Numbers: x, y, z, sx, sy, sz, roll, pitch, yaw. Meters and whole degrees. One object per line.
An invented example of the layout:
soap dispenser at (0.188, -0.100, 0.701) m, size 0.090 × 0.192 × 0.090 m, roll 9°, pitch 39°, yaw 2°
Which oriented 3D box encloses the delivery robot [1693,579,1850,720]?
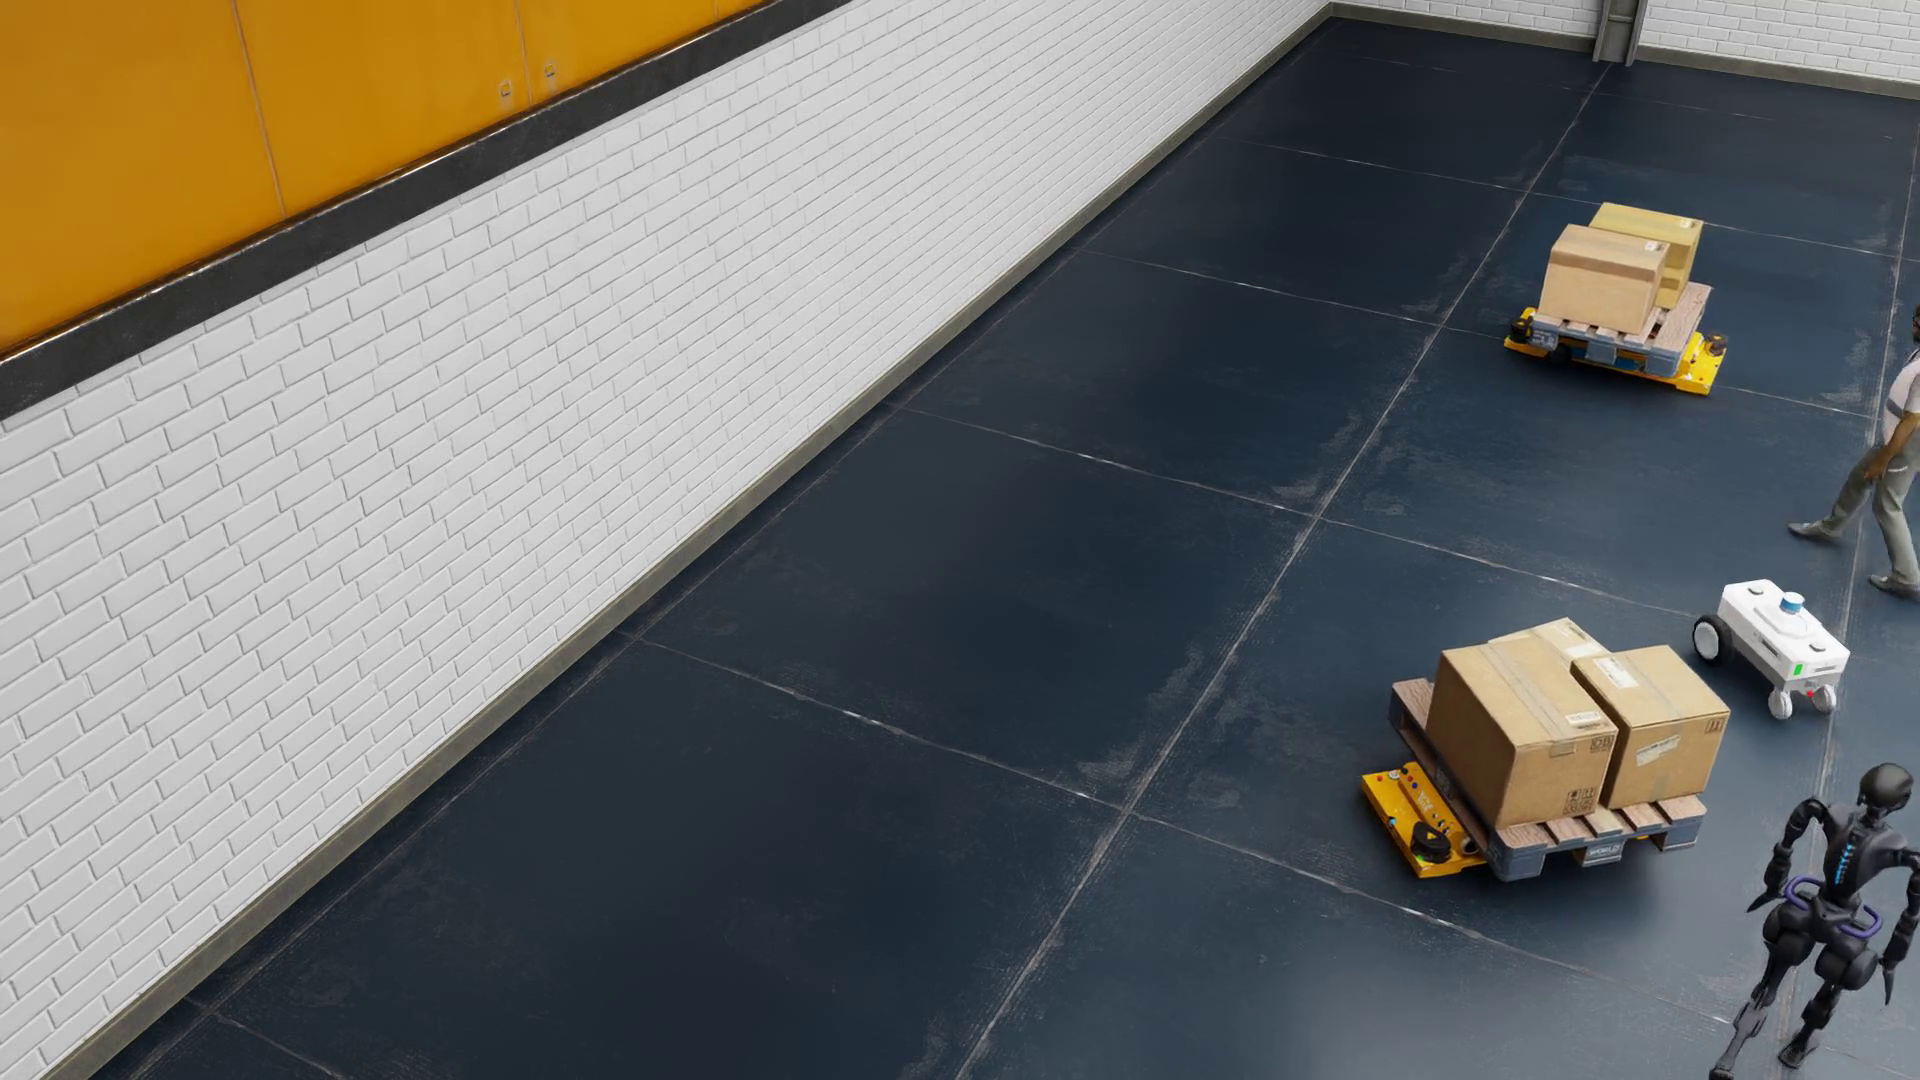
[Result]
delivery robot at (4.375, 0.542, 8.928) m, size 0.499 × 0.609 × 0.805 m, roll -8°, pitch 35°, yaw -11°

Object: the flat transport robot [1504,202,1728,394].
flat transport robot at (4.771, -1.433, 12.110) m, size 1.431 × 0.231 × 0.659 m, roll 18°, pitch 38°, yaw 25°

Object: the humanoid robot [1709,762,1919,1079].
humanoid robot at (3.334, 1.539, 6.455) m, size 0.700 × 1.637 × 0.598 m, roll -27°, pitch 42°, yaw -34°

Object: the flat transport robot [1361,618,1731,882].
flat transport robot at (2.762, 1.249, 8.119) m, size 1.431 × 0.231 × 0.659 m, roll -8°, pitch 35°, yaw -11°

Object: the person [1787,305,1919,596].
person at (5.356, -0.562, 9.445) m, size 0.783 × 1.796 × 0.600 m, roll 20°, pitch 39°, yaw 27°
